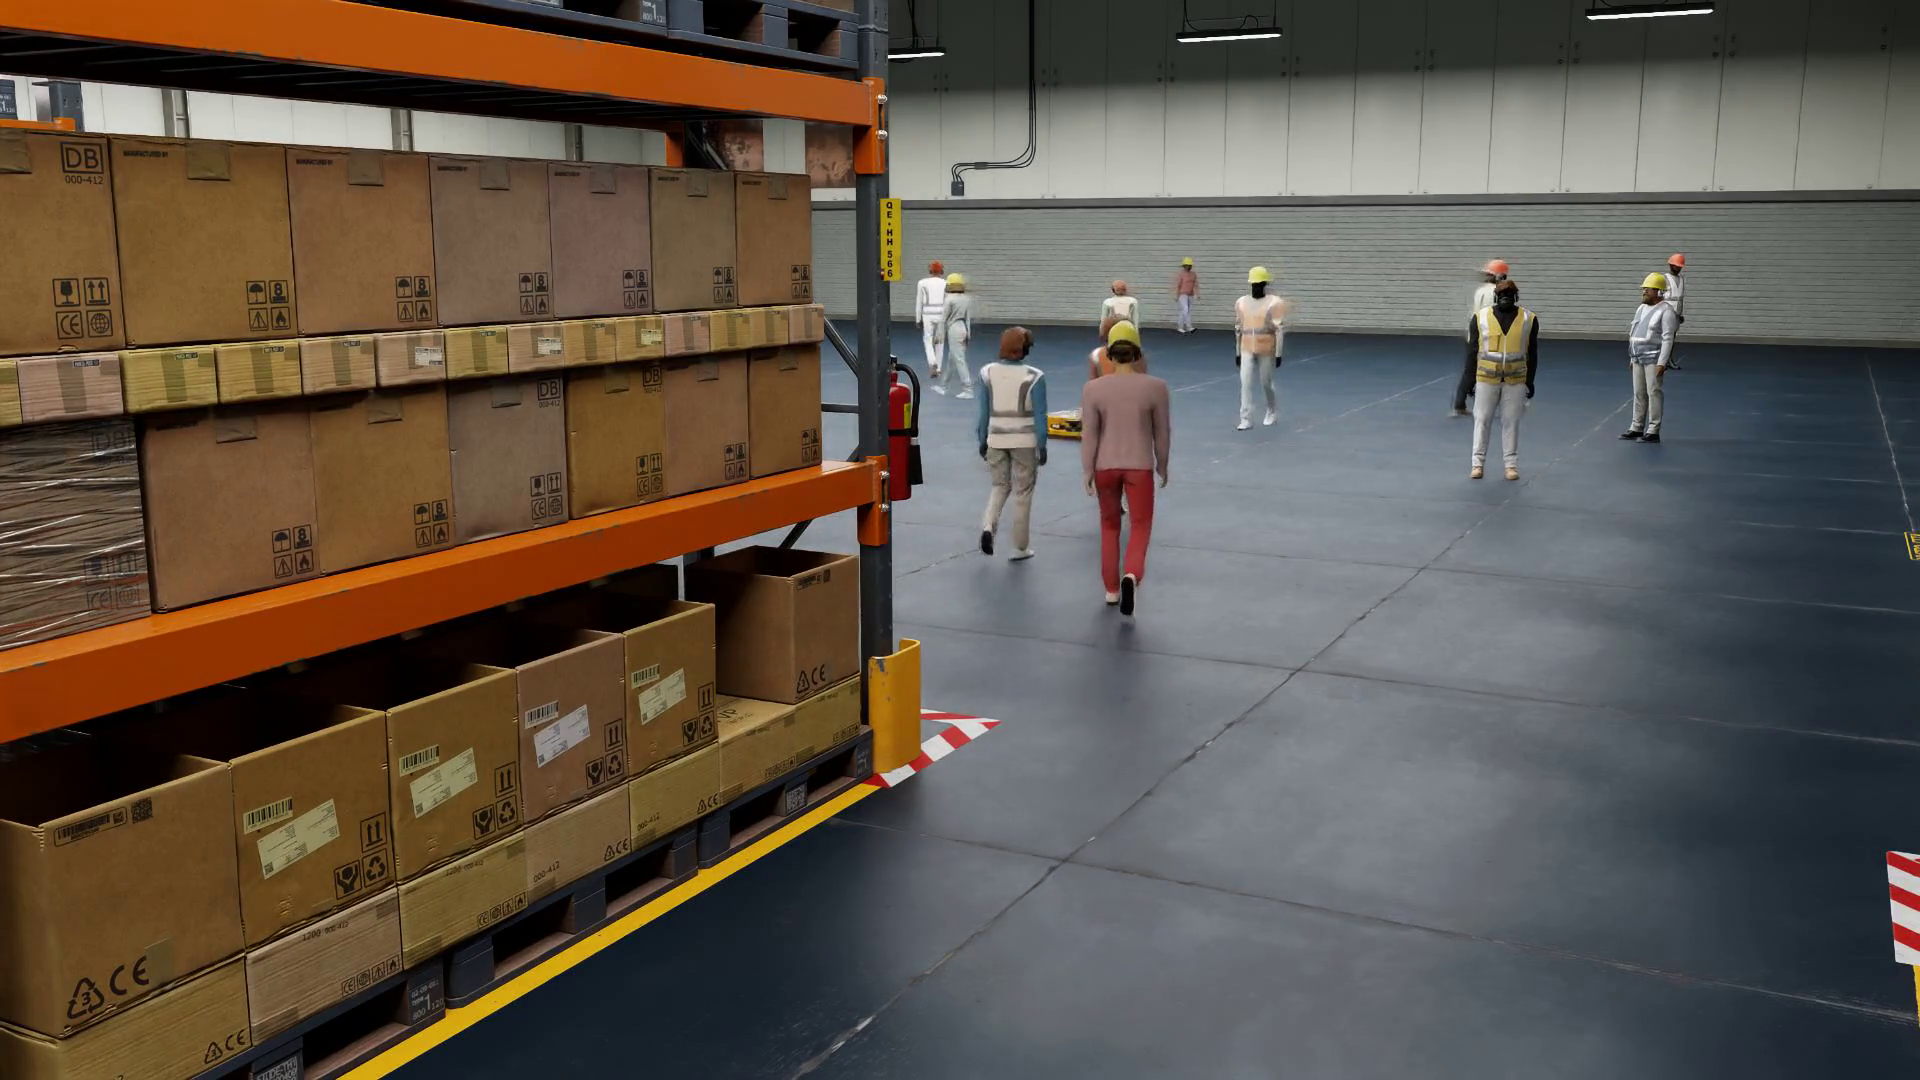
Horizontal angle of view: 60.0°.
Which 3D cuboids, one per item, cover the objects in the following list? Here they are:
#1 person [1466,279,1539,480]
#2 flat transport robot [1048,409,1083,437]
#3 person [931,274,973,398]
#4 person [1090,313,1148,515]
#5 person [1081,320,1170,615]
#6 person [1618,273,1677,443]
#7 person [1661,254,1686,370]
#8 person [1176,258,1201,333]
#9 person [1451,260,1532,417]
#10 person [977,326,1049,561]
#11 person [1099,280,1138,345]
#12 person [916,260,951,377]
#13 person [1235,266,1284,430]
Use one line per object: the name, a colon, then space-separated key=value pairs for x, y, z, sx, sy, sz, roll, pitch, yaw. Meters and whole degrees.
person: x=4.988 y=-1.476 z=15.340 sx=0.640 sy=1.840 sz=0.429 roll=2 pitch=11 yaw=13
flat transport robot: x=1.414 y=-1.352 z=18.944 sx=0.652 sy=0.197 sz=1.431 roll=7 pitch=12 yaw=34
person: x=-0.141 y=-2.829 z=23.072 sx=0.867 sy=1.702 sz=0.507 roll=7 pitch=13 yaw=34
person: x=1.245 y=-0.976 z=13.165 sx=0.519 sy=1.625 sz=0.416 roll=7 pitch=13 yaw=34
person: x=0.971 y=-0.424 z=9.871 sx=0.525 sy=1.742 sz=0.690 roll=2 pitch=11 yaw=12
person: x=7.471 y=-1.973 z=18.059 sx=0.403 sy=1.837 sz=0.591 roll=-3 pitch=11 yaw=-14
person: x=11.871 y=-3.798 z=27.750 sx=0.543 sy=1.934 sz=0.362 roll=-4 pitch=11 yaw=-22
person: x=5.238 y=-5.593 z=38.133 sx=0.532 sy=1.715 sz=0.937 roll=-6 pitch=12 yaw=-28
person: x=6.557 y=-2.469 z=20.500 sx=1.042 sy=1.940 sz=0.614 roll=-4 pitch=11 yaw=-19
person: x=0.355 y=-0.649 z=11.409 sx=0.531 sy=1.622 sz=0.423 roll=6 pitch=12 yaw=28
person: x=2.235 y=-2.877 z=23.601 sx=0.539 sy=1.605 sz=0.736 roll=-2 pitch=10 yaw=-8
person: x=-0.390 y=-3.477 z=26.199 sx=0.582 sy=1.862 sz=0.747 roll=-1 pitch=10 yaw=-8
person: x=3.506 y=-2.250 z=19.430 sx=0.596 sy=1.896 sz=0.921 roll=5 pitch=12 yaw=27
